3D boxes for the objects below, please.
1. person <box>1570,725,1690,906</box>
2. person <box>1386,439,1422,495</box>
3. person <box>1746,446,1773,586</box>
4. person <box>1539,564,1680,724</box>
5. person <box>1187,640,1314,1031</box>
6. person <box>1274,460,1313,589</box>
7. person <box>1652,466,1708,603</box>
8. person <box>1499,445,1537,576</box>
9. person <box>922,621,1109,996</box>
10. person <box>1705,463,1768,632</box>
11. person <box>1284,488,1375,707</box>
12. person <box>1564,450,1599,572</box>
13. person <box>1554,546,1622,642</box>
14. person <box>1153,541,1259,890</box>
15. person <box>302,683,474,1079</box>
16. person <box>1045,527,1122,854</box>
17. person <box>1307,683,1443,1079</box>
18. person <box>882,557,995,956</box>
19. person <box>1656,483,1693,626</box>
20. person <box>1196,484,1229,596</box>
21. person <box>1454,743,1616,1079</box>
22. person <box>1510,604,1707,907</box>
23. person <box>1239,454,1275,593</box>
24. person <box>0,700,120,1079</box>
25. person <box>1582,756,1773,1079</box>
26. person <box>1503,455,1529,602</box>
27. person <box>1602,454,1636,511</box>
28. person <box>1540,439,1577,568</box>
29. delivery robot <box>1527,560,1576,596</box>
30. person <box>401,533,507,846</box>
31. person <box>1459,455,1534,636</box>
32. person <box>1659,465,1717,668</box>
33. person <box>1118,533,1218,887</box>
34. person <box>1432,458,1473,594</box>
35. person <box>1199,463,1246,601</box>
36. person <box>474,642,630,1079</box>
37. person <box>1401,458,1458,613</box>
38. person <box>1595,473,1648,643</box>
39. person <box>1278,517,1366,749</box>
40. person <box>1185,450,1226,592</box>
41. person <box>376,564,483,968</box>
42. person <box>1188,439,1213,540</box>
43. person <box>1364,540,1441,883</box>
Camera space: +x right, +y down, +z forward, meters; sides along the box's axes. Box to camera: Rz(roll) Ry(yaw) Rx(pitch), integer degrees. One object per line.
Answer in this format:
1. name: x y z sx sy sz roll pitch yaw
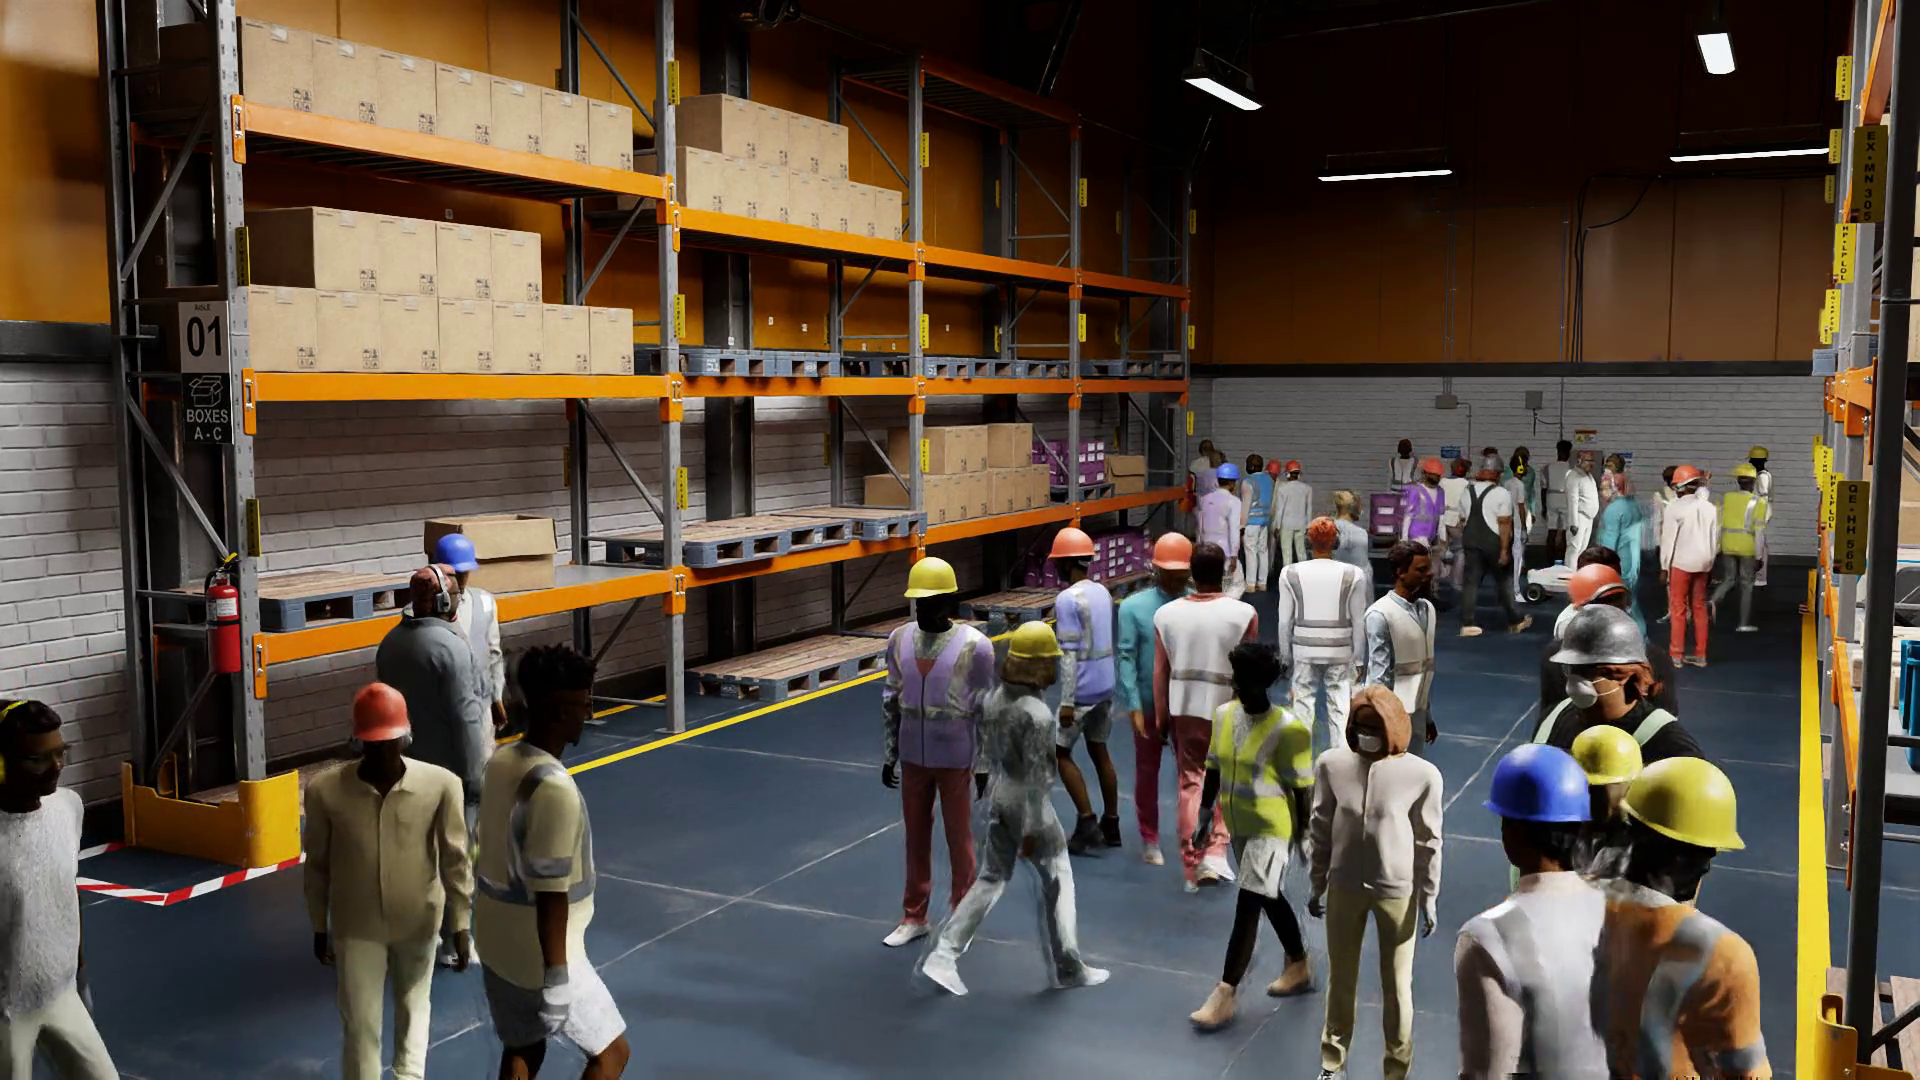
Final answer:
1. person: 1.937 1.415 5.046 0.488 1.741 0.316 3 6 30
2. person: 7.190 -0.692 26.972 0.574 1.882 0.356 3 6 27
3. person: 10.917 -0.323 22.748 0.377 1.929 0.585 3 6 27
4. person: 2.927 1.090 7.525 0.633 1.951 0.430 5 7 43
5. person: 1.290 1.251 7.276 0.842 1.650 0.534 -3 6 -31
6. person: 4.459 -0.198 22.338 0.573 1.749 0.339 -2 6 -21
7. person: 8.545 0.027 19.672 0.659 1.806 0.481 1 5 6
8. person: 7.949 -0.399 23.713 0.660 1.923 0.457 -3 6 -29
9. person: 0.237 1.206 7.465 0.848 1.708 0.487 -3 6 -28
10. person: 8.594 0.096 18.396 0.639 1.896 0.603 -4 7 -36
11. person: 3.146 0.511 13.966 0.960 1.906 0.635 -1 5 -13
12. person: 8.233 -0.240 22.006 0.402 1.904 0.638 4 7 40
13. person: 3.292 0.981 8.776 0.396 1.919 0.590 4 7 38
14. person: 1.350 0.960 9.079 0.631 1.900 0.464 3 6 27
15. person: -2.020 1.351 5.886 0.571 1.701 0.885 -2 6 -20
16. person: 0.720 0.882 9.896 0.490 1.913 0.557 3 6 32
17. person: 1.566 1.349 6.320 0.498 1.633 0.284 3 6 27
18. person: -0.121 1.041 8.079 0.594 1.926 0.366 3 6 26
19. person: 8.259 0.108 19.032 0.323 1.752 0.562 -2 6 -19
20. person: 2.925 0.180 18.956 0.510 1.623 0.364 2 6 21
21. person: 1.465 1.446 3.871 0.615 1.911 0.903 -2 6 -23
22. person: 2.094 1.222 5.531 0.536 2.000 0.680 -3 6 -27
23. person: 3.901 -0.220 22.113 0.624 1.844 0.429 -5 7 -45
24. person: -2.700 1.377 4.866 0.472 1.848 0.567 2 6 16
25. person: 1.647 1.442 3.974 0.755 1.884 0.599 -3 6 -26
26. person: 7.080 -0.146 21.152 0.328 1.874 0.521 -1 5 -9
27. person: 7.991 -0.086 20.234 0.383 1.931 0.629 0 5 -2
28. person: 8.833 -0.496 24.417 0.613 1.961 0.368 5 7 45
29. delivery robot: 7.474 0.494 20.762 0.707 0.478 0.477 4 6 34
30. person: -2.821 0.922 9.329 0.419 1.933 0.623 4 7 38
31. person: 5.876 0.035 18.300 0.988 2.000 0.706 -4 6 -34
32. person: 7.093 0.259 16.269 0.615 1.980 0.439 -2 6 -20
33. person: 1.173 0.927 9.258 0.615 1.936 0.989 0 5 -4
34. person: 6.473 -0.176 21.829 0.811 1.792 0.666 -4 7 -36
35. person: 2.803 0.135 17.844 0.533 1.926 0.623 -4 7 -37
36. person: -1.288 1.293 5.342 0.573 1.934 0.604 -4 7 -37
37. person: 5.656 -0.060 20.261 0.546 1.878 1.012 -4 6 -35
38. person: 6.711 0.261 16.853 0.783 1.871 0.489 -5 7 -44
39. person: 2.408 0.785 11.066 0.575 1.884 0.355 1 5 14
40. person: 3.247 -0.243 22.139 0.650 1.898 0.671 -1 5 -7
41. person: -2.476 1.065 7.940 0.639 1.908 0.409 4 7 37
42. person: 3.746 -0.565 25.302 0.638 1.937 0.356 -2 6 -20
43. person: 2.398 0.954 9.048 0.392 1.922 0.591 5 7 41
